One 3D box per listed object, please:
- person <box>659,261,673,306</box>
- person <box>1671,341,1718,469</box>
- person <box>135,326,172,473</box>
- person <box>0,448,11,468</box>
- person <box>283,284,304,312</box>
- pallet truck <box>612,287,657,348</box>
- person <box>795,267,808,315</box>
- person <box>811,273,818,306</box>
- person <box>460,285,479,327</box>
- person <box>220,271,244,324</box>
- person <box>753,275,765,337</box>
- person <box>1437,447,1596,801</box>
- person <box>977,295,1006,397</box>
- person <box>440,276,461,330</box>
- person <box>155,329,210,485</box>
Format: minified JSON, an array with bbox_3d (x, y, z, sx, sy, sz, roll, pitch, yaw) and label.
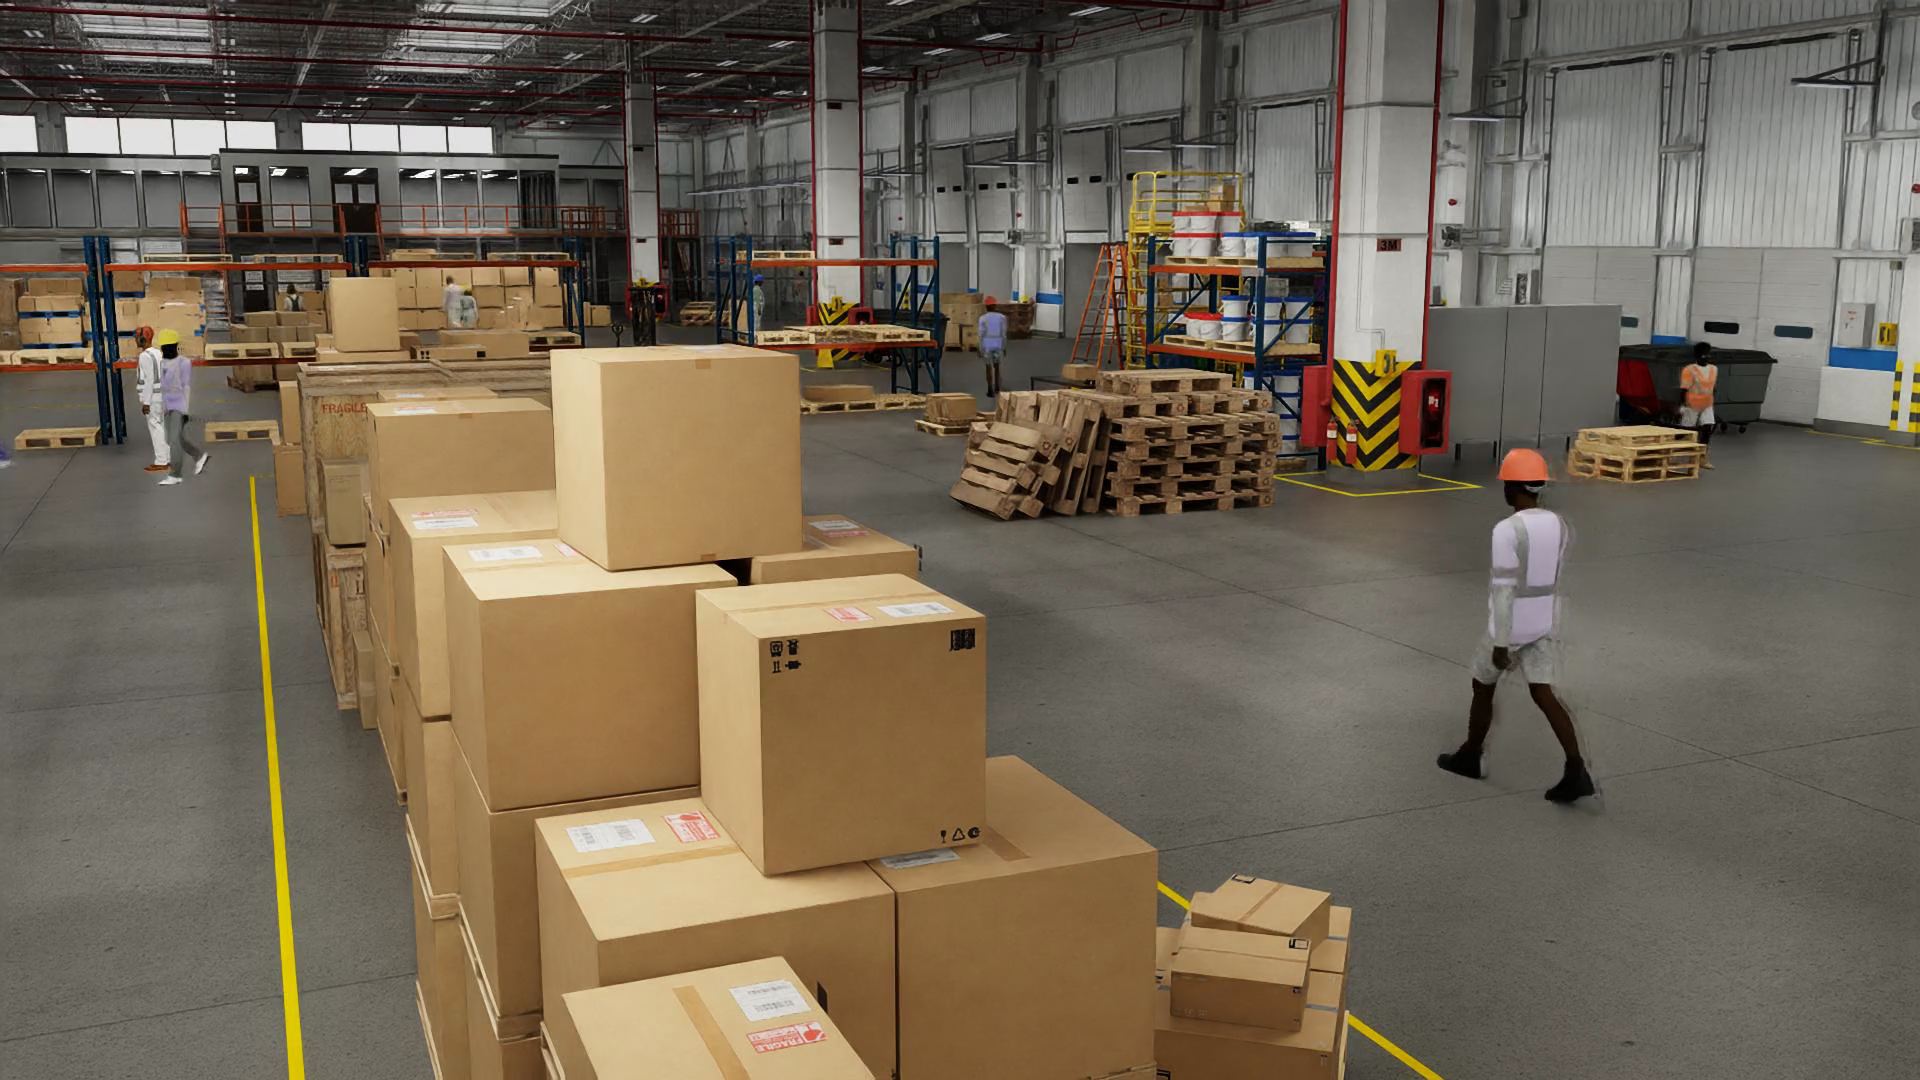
[{"bbox_3d":[-13.090,-11.411,74.053,0.612,1.986,0.407,0,10,-2],"label":"person"},{"bbox_3d":[9.645,-1.783,21.866,0.545,1.675,0.686,-2,11,-13],"label":"person"},{"bbox_3d":[-10.373,-1.803,21.370,0.337,1.882,0.583,-2,10,-9],"label":"person"},{"bbox_3d":[-12.893,-1.814,21.497,1.008,1.870,0.609,-5,11,-24],"label":"person"},{"bbox_3d":[-17.124,-5.662,42.786,0.545,1.830,0.404,-9,14,-41],"label":"person"},{"bbox_3d":[-6.464,-4.406,35.401,0.823,1.965,1.885,6,12,32],"label":"pallet truck"},{"bbox_3d":[-6.202,-9.794,65.422,0.598,1.881,0.969,-6,12,-32],"label":"person"},{"bbox_3d":[-4.832,-8.279,57.181,0.429,1.844,0.625,6,12,32],"label":"person"},{"bbox_3d":[-13.665,-6.212,46.194,0.490,1.711,0.893,4,11,20],"label":"person"},{"bbox_3d":[-25.503,-8.434,58.011,0.939,1.841,0.594,-4,11,-19],"label":"person"},{"bbox_3d":[-5.817,-6.670,48.031,0.392,1.948,0.613,-2,10,-10],"label":"person"},{"bbox_3d":[3.061,0.448,8.953,0.559,1.896,0.985,-6,12,-30],"label":"person"},{"bbox_3d":[0.592,-3.669,31.545,0.567,1.920,0.450,-3,11,-14],"label":"person"},{"bbox_3d":[-14.902,-6.747,48.568,0.764,1.909,0.628,3,11,15],"label":"person"},{"bbox_3d":[-9.619,-1.652,20.487,0.597,1.904,0.715,7,12,34],"label":"person"}]
